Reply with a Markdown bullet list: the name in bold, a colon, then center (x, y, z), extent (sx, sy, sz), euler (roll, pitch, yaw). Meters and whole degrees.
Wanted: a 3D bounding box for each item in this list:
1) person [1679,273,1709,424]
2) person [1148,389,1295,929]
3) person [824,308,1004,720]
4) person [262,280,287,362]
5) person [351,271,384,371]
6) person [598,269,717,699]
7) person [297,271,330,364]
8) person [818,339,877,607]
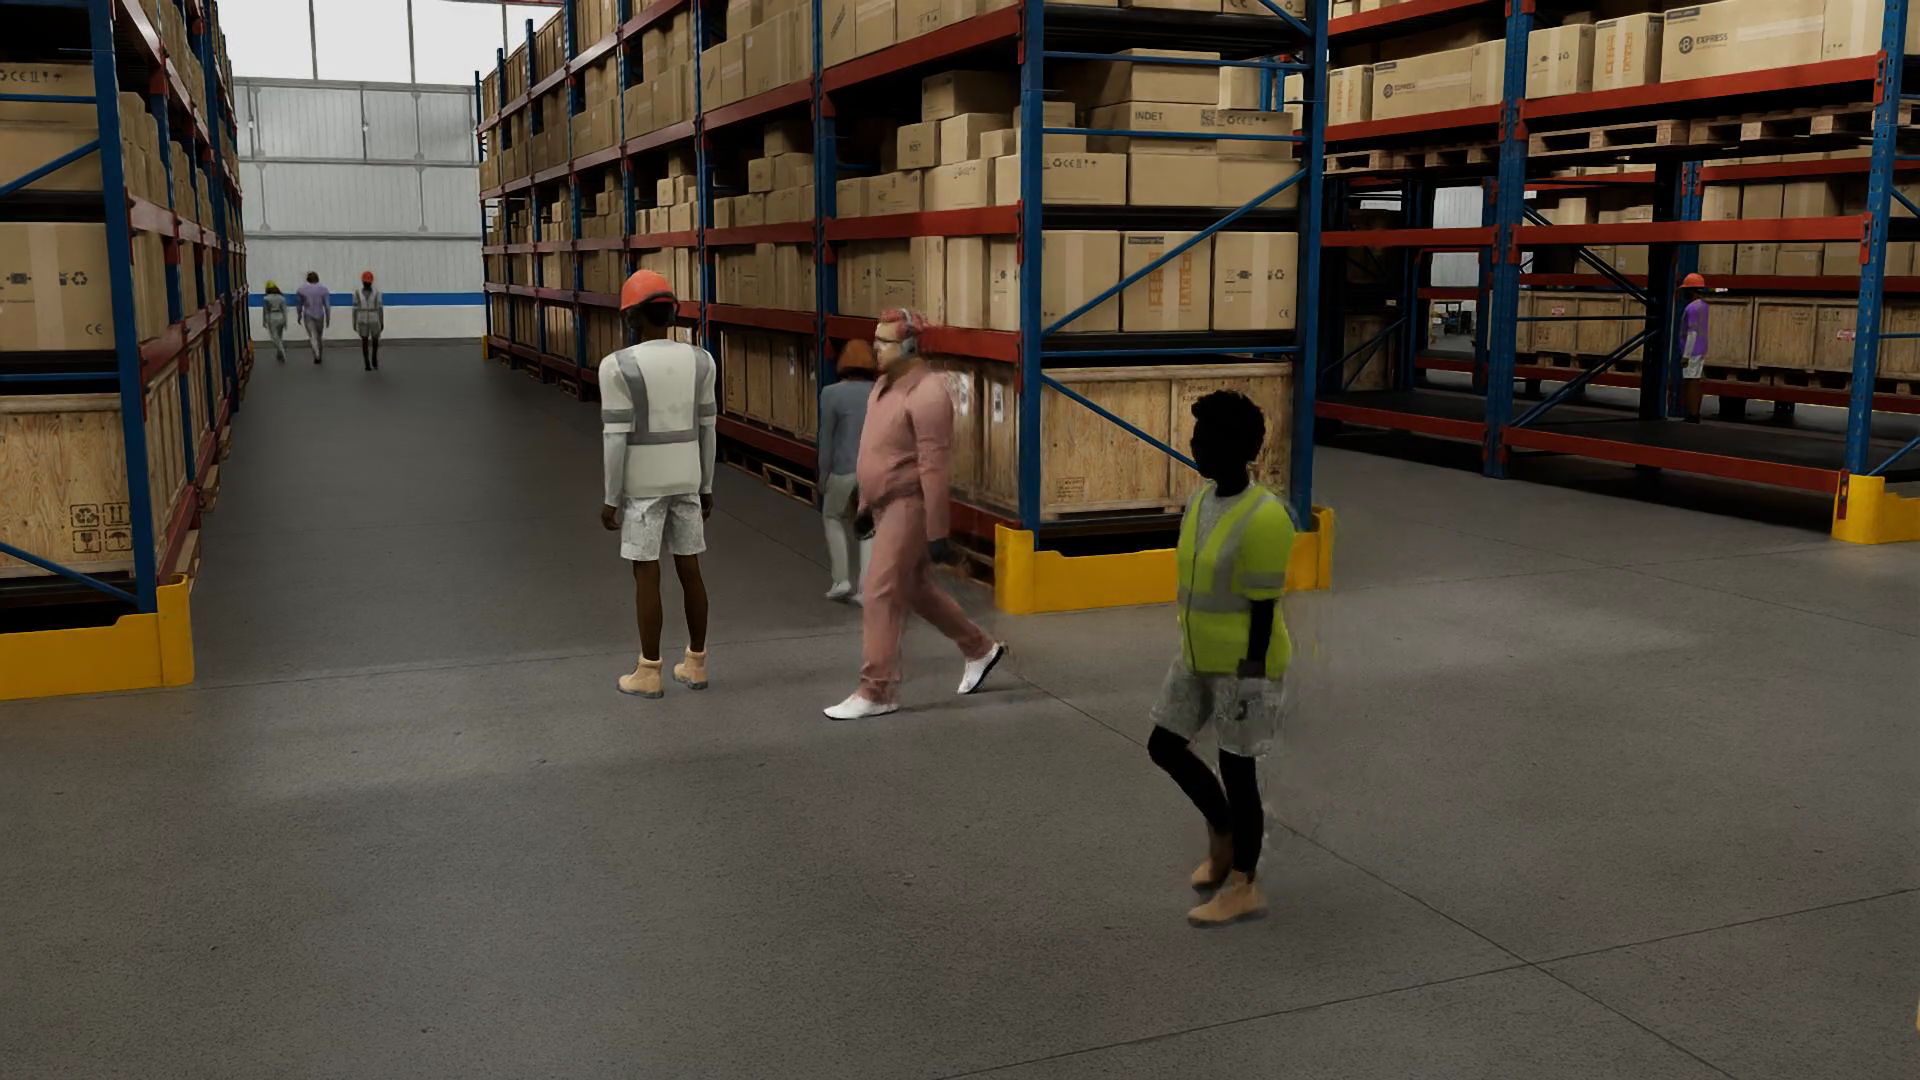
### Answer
- **person**: center (9.097, -2.343, 20.712), extent (0.375, 1.939, 0.546), euler (8, 12, 38)
- **person**: center (0.818, 0.379, 5.170), extent (0.363, 1.688, 0.538), euler (-4, 10, -25)
- **person**: center (-0.201, -0.136, 7.681), extent (0.903, 1.874, 0.642), euler (-3, 10, -19)
- **person**: center (-14.190, -4.536, 34.536), extent (0.636, 1.716, 0.497), euler (7, 12, 37)
- **person**: center (-11.340, -4.187, 31.833), extent (0.580, 1.910, 0.577), euler (-3, 10, -19)
- **person**: center (-1.448, -0.263, 7.948), extent (0.607, 2.041, 0.377), euler (-8, 12, -40)
- **person**: center (-13.280, -4.578, 34.220), extent (0.630, 1.908, 0.919), euler (-6, 11, -31)
- **person**: center (-0.642, -0.408, 10.079), extent (0.520, 1.611, 0.494), euler (-4, 10, -24)
